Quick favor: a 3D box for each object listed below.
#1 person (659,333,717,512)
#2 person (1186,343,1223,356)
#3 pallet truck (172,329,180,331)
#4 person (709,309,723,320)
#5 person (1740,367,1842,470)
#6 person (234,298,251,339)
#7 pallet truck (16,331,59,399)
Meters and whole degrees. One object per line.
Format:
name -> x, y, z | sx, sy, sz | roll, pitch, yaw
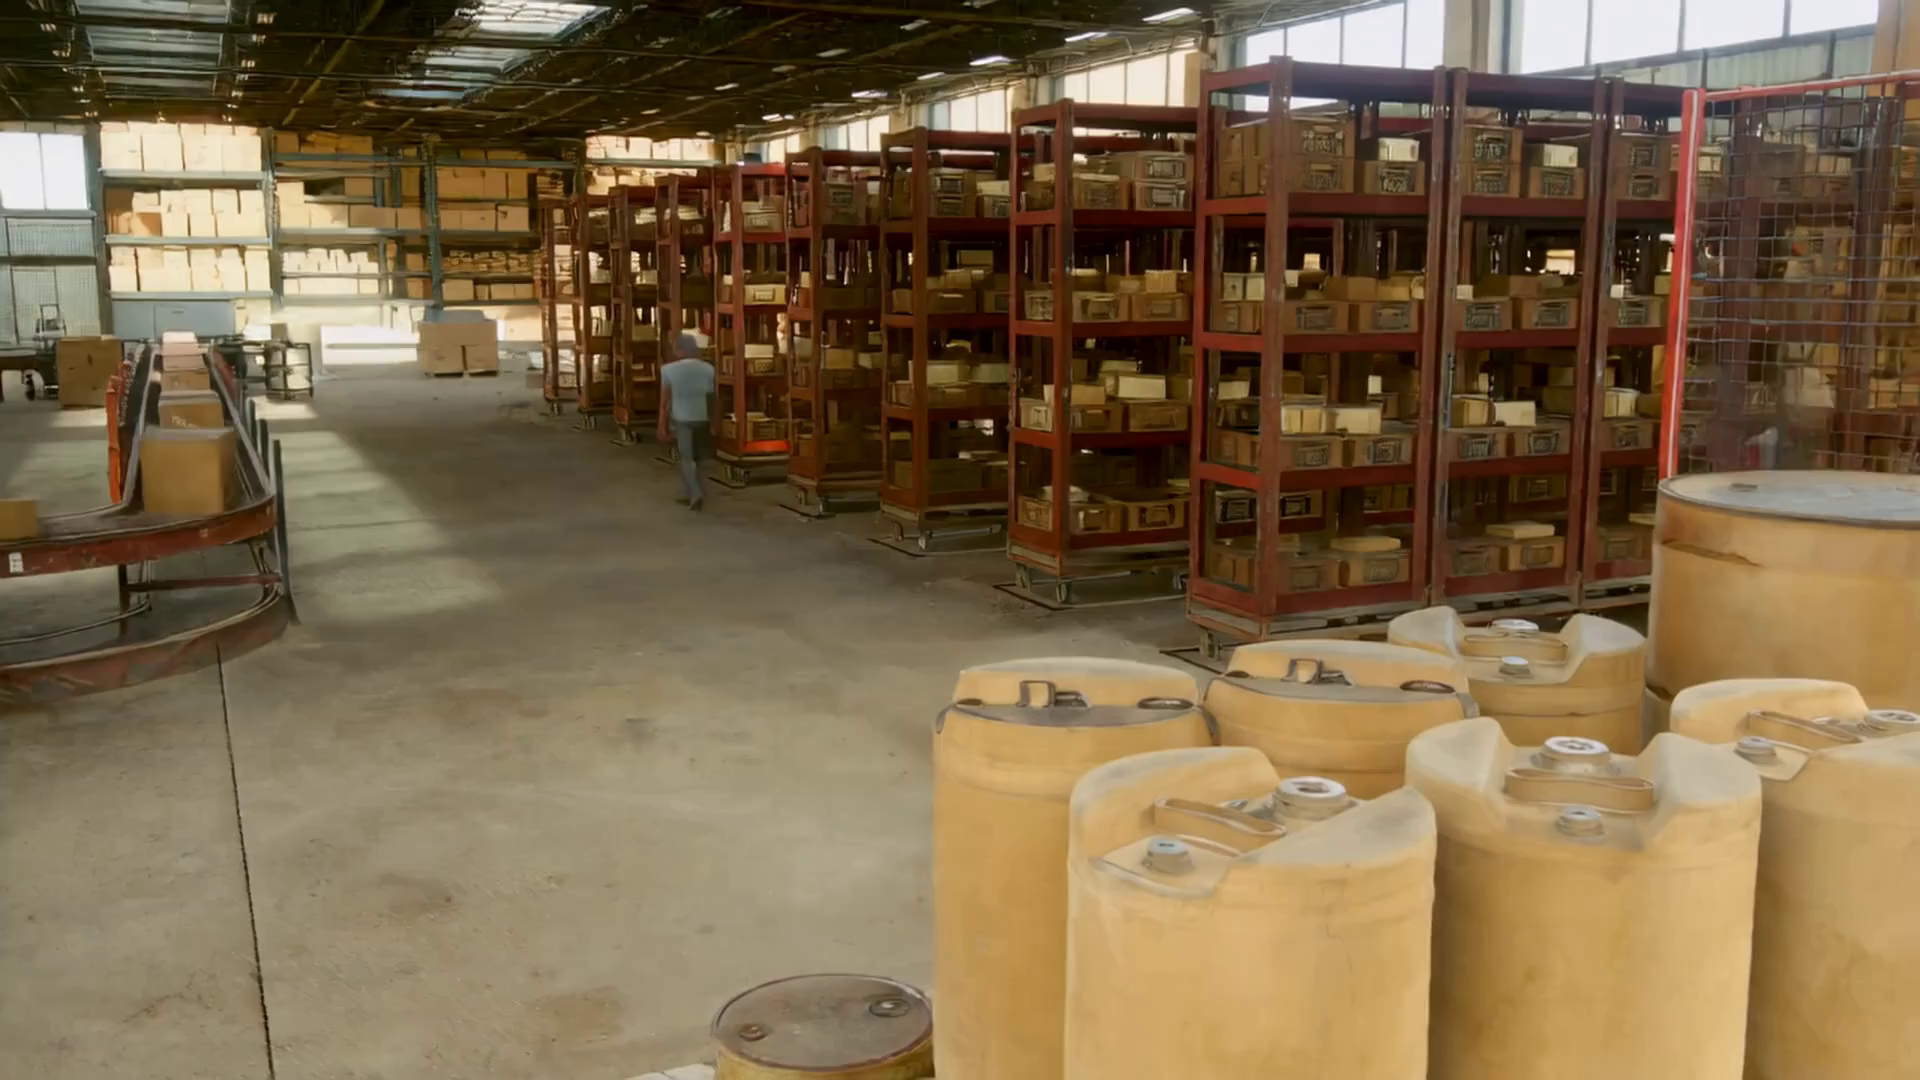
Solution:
person -> -2.750, -1.194, 16.849 | 0.580, 1.805, 0.947 | -5, 11, -30
person -> 3.222, -2.031, 22.003 | 0.607, 1.810, 0.647 | -1, 9, -4
pallet truck -> -17.275, -3.851, 35.096 | 1.601, 1.201, 0.680 | 0, 9, 1
person -> -6.468, -5.606, 43.759 | 0.647, 1.936, 1.009 | 6, 11, 34
person -> 3.822, 0.144, 8.017 | 0.655, 1.968, 0.659 | 1, 9, 9
person -> -18.346, -5.307, 42.526 | 0.394, 1.750, 0.529 | 3, 10, 18
pallet truck -> -17.082, -3.353, 31.781 | 1.630, 1.274, 0.653 | -4, 10, -25
